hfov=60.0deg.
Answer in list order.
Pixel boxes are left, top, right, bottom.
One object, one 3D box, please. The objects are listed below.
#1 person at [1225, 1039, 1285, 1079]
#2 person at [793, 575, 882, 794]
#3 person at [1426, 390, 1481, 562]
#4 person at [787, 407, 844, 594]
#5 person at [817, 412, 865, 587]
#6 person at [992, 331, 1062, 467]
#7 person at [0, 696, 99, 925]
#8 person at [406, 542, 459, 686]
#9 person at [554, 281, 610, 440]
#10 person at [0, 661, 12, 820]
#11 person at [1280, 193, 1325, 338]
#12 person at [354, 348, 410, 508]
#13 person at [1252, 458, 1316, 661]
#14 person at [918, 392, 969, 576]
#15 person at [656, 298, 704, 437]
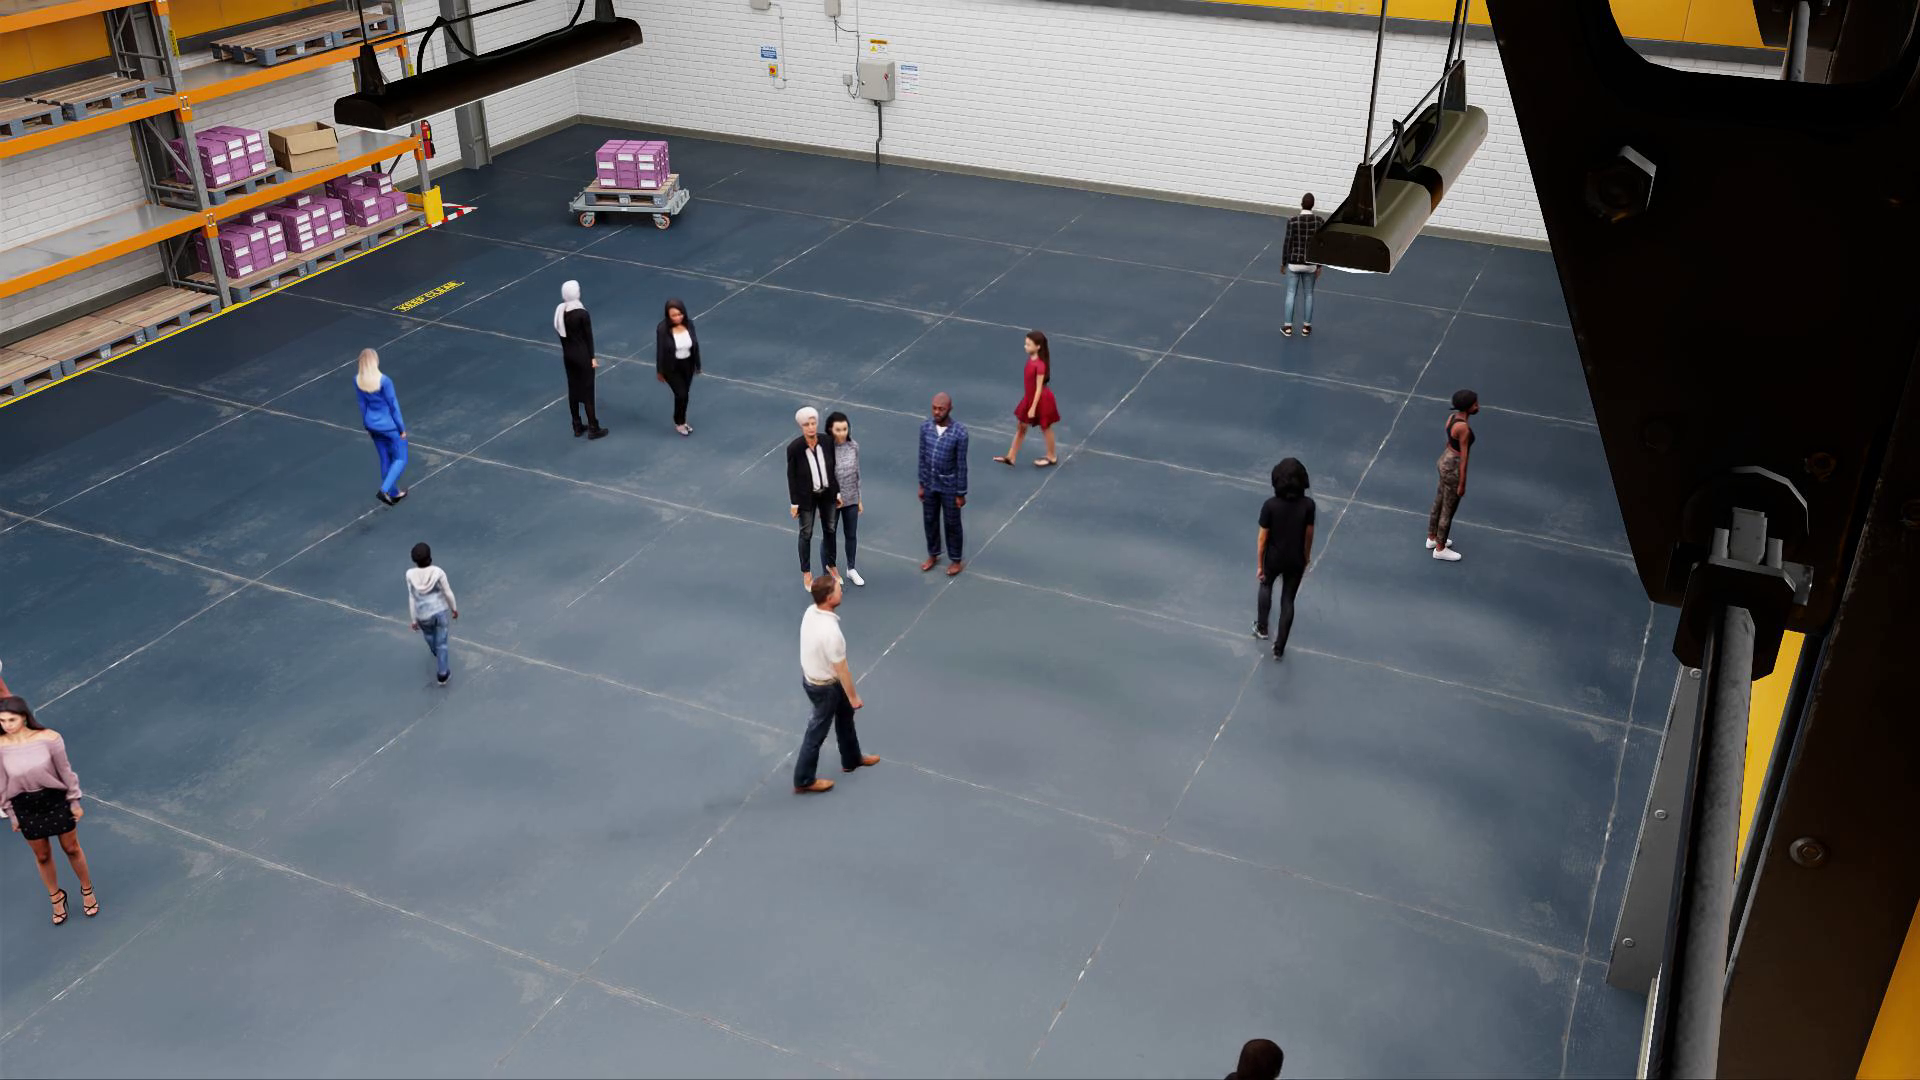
[{"bbox_3d":[1.478,3.249,8.658,0.665,1.641,0.649,-18,33,-29],"label":"person"},{"bbox_3d":[-1.111,1.109,12.384,1.058,1.828,1.021,-7,29,-13],"label":"person"},{"bbox_3d":[4.664,-0.640,15.727,0.711,1.699,0.592,-1,29,-1],"label":"person"},{"bbox_3d":[-1.250,-0.379,14.900,0.828,1.781,0.808,-12,31,-20],"label":"person"},{"bbox_3d":[-1.102,-0.368,15.193,0.662,1.732,0.744,-13,31,-23],"label":"person"},{"bbox_3d":[0.886,-1.467,17.424,0.992,1.525,0.929,-10,30,-18],"label":"person"},{"bbox_3d":[-6.125,1.803,11.133,0.691,1.810,0.753,-10,30,-18],"label":"person"},{"bbox_3d":[-4.418,0.637,13.875,0.785,1.230,0.920,-4,29,-8],"label":"person"},{"bbox_3d":[-4.142,-1.955,18.054,0.603,1.779,0.537,15,32,25],"label":"person"},{"bbox_3d":[-7.080,1.290,12.144,0.610,1.741,0.583,6,29,11],"label":"person"},{"bbox_3d":[4.261,-3.433,20.720,0.733,1.820,0.689,2,29,4],"label":"person"},{"bbox_3d":[-5.770,-1.070,16.523,0.662,1.691,0.789,10,30,18],"label":"person"},{"bbox_3d":[2.754,0.194,14.073,0.806,1.818,0.917,3,29,5],"label":"person"},{"bbox_3d":[-0.170,-0.544,15.427,0.626,1.817,0.572,13,31,22],"label":"person"},{"bbox_3d":[-3.133,-1.914,18.167,0.826,1.599,0.706,25,37,38],"label":"person"}]
